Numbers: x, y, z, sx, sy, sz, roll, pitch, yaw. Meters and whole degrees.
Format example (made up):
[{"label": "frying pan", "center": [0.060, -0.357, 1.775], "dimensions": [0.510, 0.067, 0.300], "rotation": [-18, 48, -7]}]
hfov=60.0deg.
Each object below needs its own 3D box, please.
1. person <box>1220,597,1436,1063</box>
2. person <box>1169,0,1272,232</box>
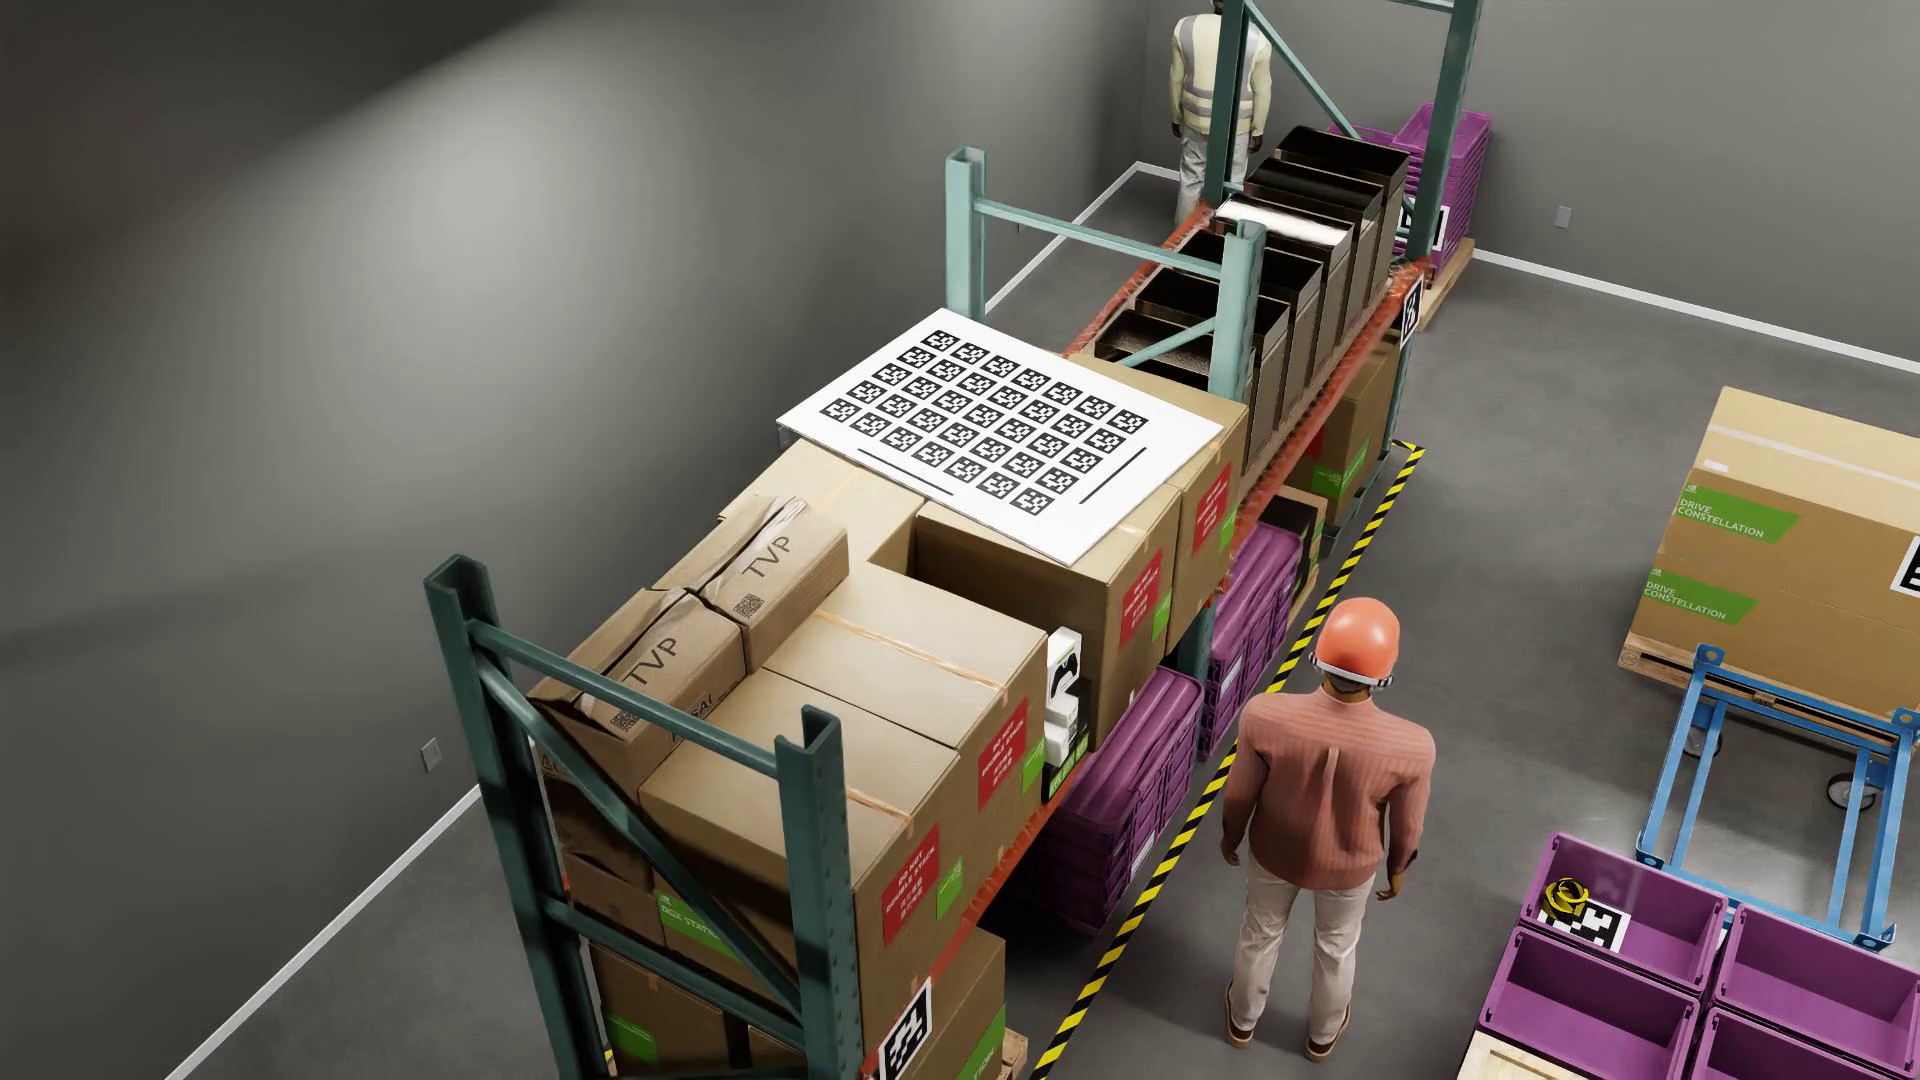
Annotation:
[{"label": "person", "center": [1.155, 0.973, 5.394], "dimensions": [0.623, 1.992, 0.396], "rotation": [10, 41, 12]}, {"label": "person", "center": [1.492, -2.444, 9.588], "dimensions": [0.586, 1.837, 0.403], "rotation": [15, 42, 17]}]
